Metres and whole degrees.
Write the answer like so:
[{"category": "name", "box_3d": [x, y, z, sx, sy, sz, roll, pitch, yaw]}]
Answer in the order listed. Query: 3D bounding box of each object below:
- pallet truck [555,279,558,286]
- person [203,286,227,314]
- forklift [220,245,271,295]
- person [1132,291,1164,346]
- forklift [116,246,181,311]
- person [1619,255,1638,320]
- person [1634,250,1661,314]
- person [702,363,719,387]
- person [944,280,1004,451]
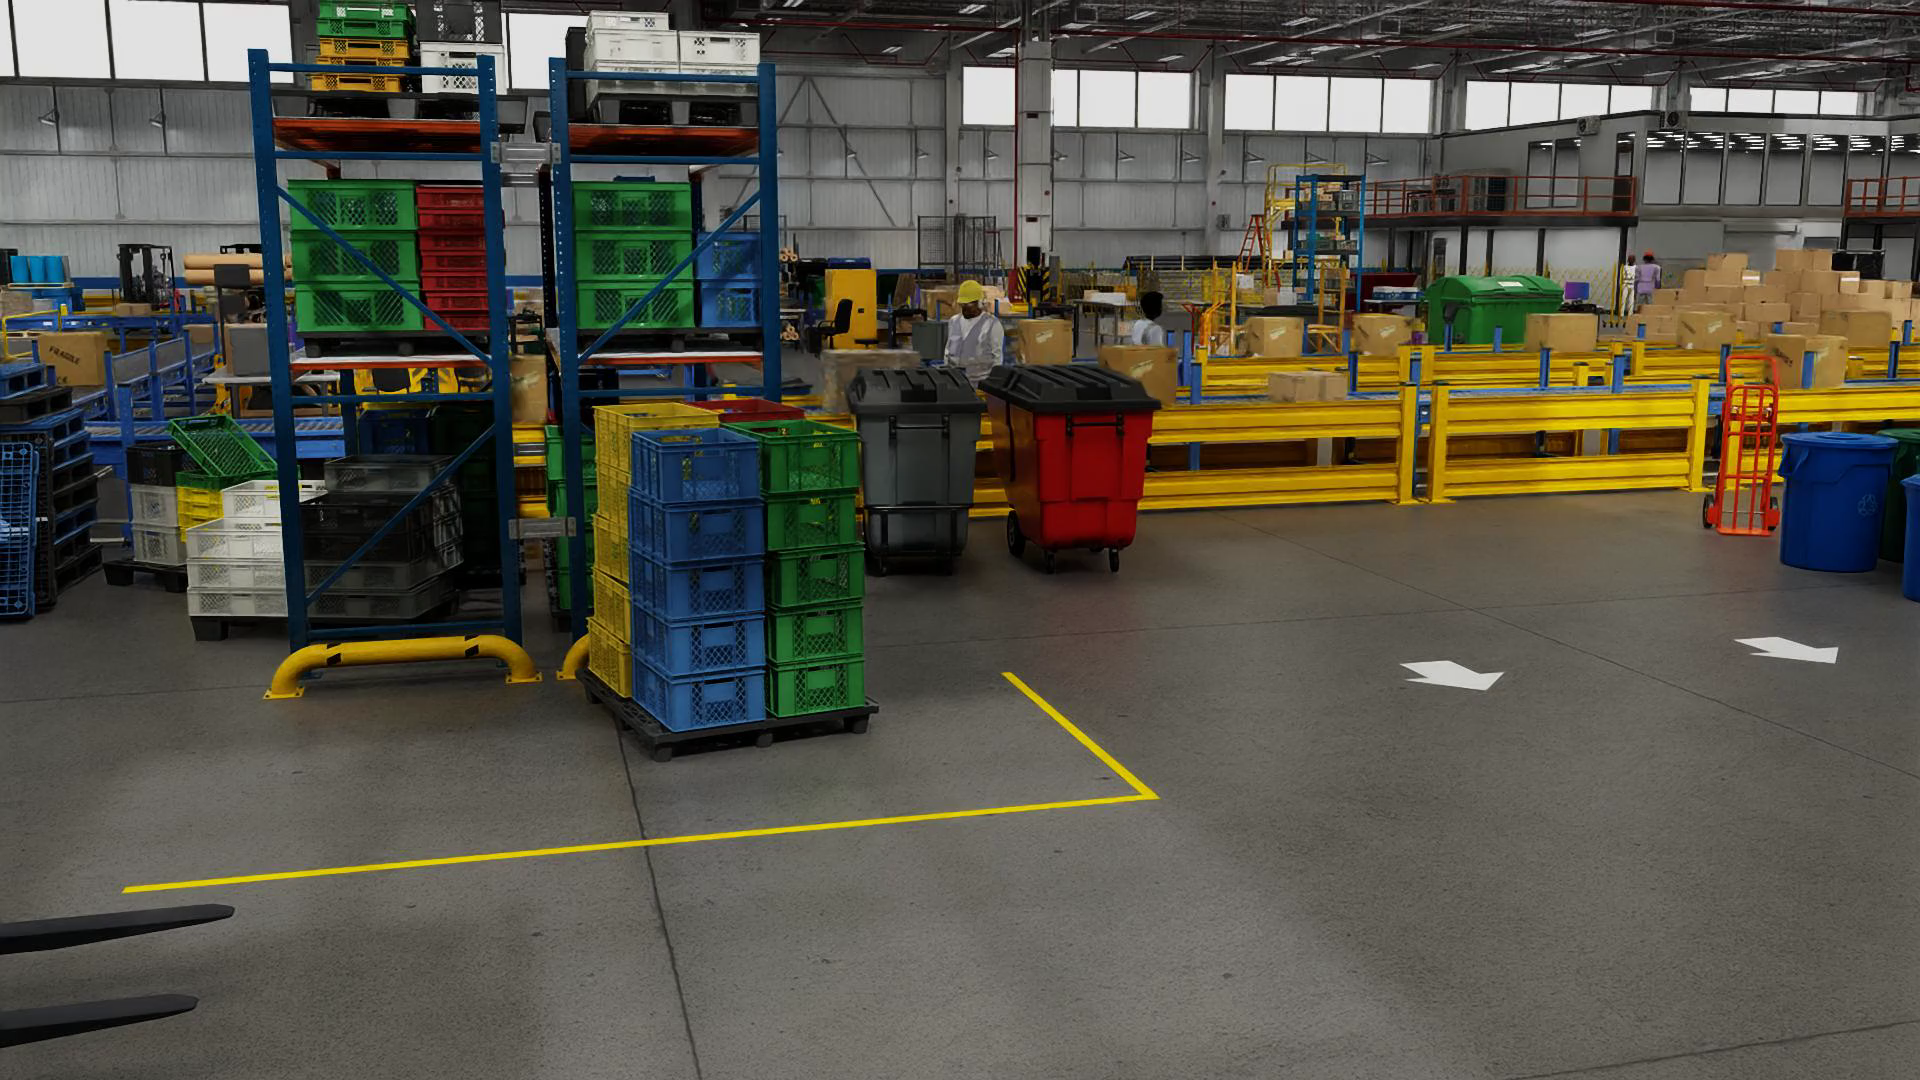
[{"category": "pallet truck", "box_3d": [-10.604, -6.375, 44.520, 0.653, 1.274, 1.630, -3, 10, -15]}, {"category": "person", "box_3d": [-16.609, -5.345, 37.187, 0.599, 1.830, 0.404, 4, 11, 21]}, {"category": "forklift", "box_3d": [-17.749, -6.334, 41.440, 1.157, 1.987, 2.680, -3, 10, -17]}, {"category": "person", "box_3d": [1.914, -1.657, 16.723, 0.381, 1.679, 0.547, -3, 10, -16]}, {"category": "forklift", "box_3d": [-19.966, -6.232, 40.894, 1.157, 1.987, 2.680, -3, 10, -15]}, {"category": "person", "box_3d": [19.436, -7.332, 48.299, 0.574, 1.883, 0.355, 0, 10, -1]}, {"category": "person", "box_3d": [17.136, -6.210, 41.517, 0.606, 2.034, 0.397, 4, 11, 22]}, {"category": "person", "box_3d": [-3.788, -3.008, 24.176, 0.365, 1.752, 0.551, 1, 10, 7]}, {"category": "person", "box_3d": [0.101, -1.440, 15.104, 0.588, 1.823, 0.403, 6, 12, 30]}]
